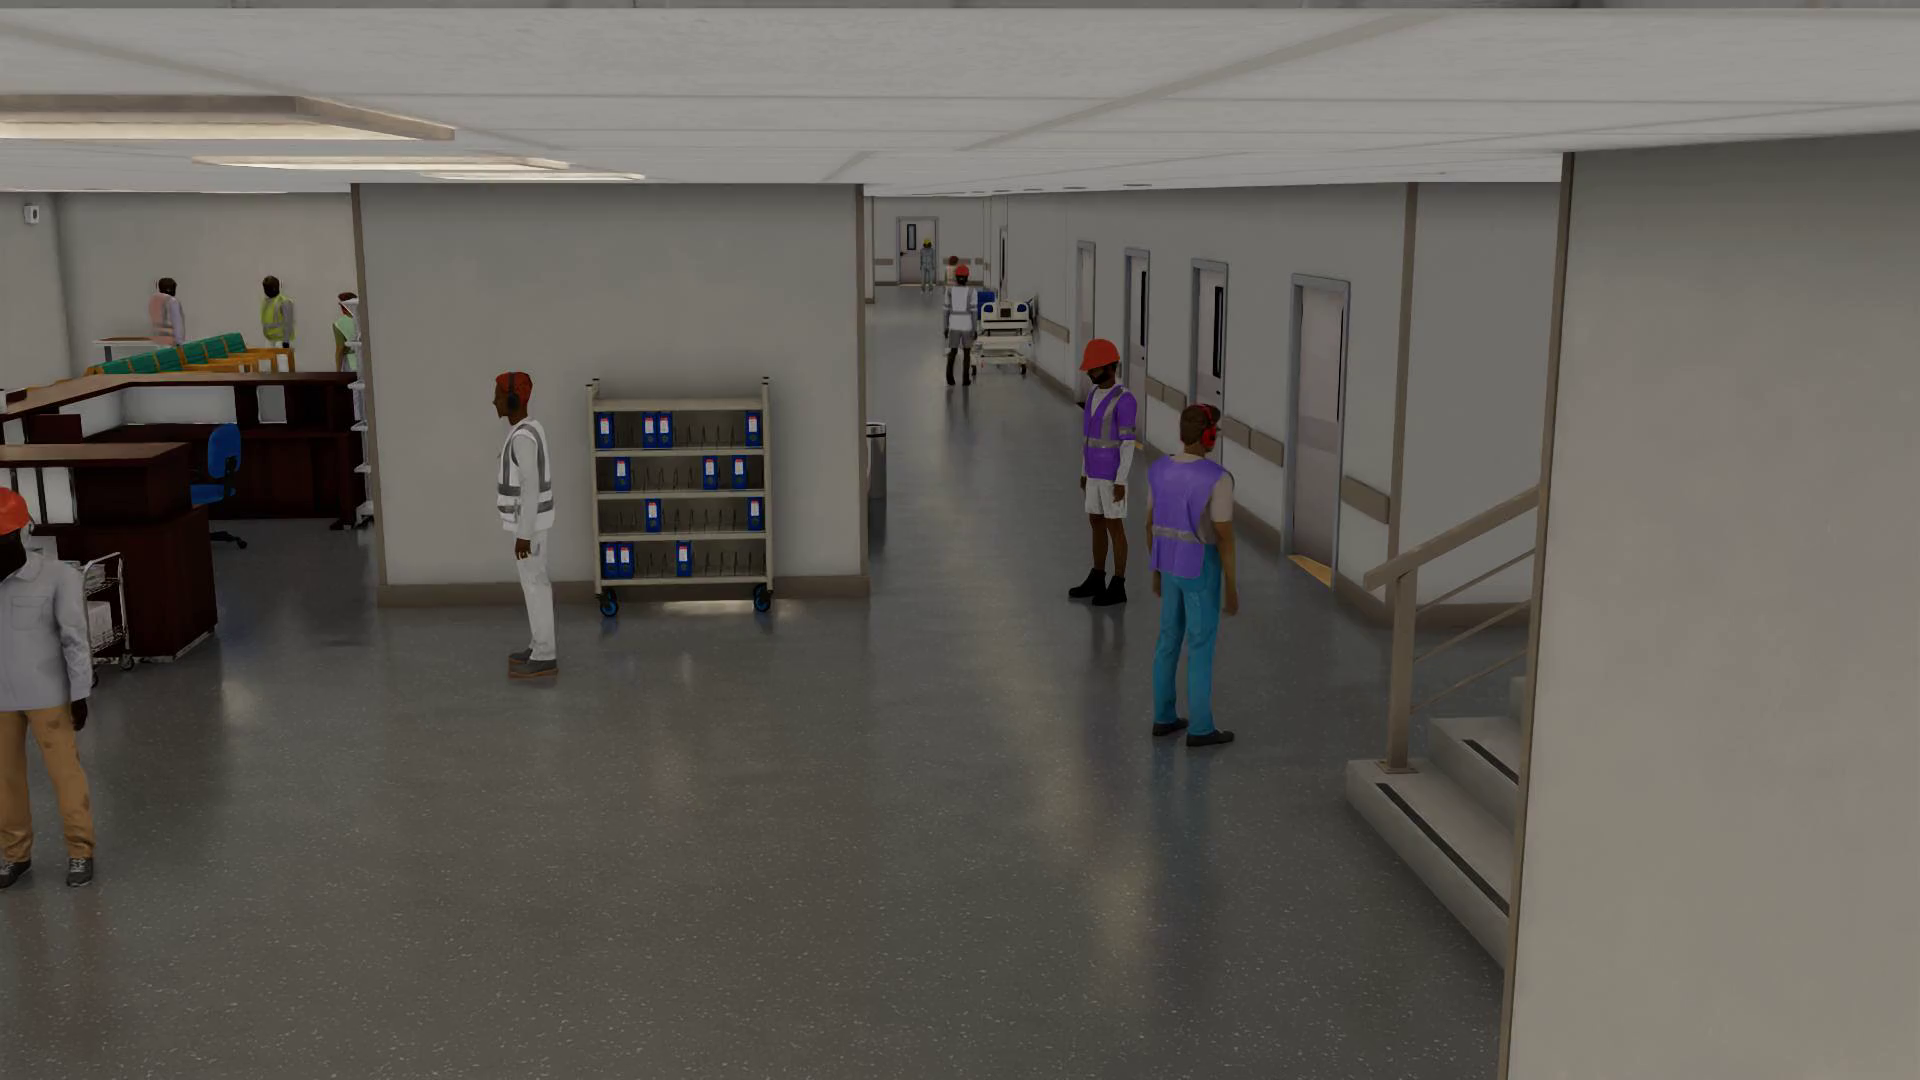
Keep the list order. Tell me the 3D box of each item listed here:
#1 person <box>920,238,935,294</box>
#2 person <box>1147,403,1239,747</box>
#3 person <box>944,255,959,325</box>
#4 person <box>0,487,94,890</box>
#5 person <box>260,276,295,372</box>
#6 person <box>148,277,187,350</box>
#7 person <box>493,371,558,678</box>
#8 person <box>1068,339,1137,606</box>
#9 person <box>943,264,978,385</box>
[{"bbox_3d":[-1.024,-8.552,51.905,0.484,1.735,0.310,1,12,7],"label":"person"},{"bbox_3d":[1.233,0.194,8.912,0.384,1.838,0.617,-9,15,-38],"label":"person"},{"bbox_3d":[-0.204,-5.858,39.020,0.538,1.612,0.457,11,16,43],"label":"person"},{"bbox_3d":[-3.955,0.633,7.003,0.565,1.744,0.356,-1,12,-5],"label":"person"},{"bbox_3d":[-9.937,-2.939,24.267,0.636,1.824,0.446,8,14,33],"label":"person"},{"bbox_3d":[-11.214,-2.811,23.640,0.641,1.822,0.455,7,13,31],"label":"person"},{"bbox_3d":[-2.660,-0.095,10.207,0.339,1.882,0.581,-2,12,-12],"label":"person"},{"bbox_3d":[1.029,-0.489,12.027,0.374,1.927,0.542,-6,13,-28],"label":"person"},{"bbox_3d":[0.000,-3.348,26.037,0.554,1.916,0.750,3,12,15],"label":"person"}]
